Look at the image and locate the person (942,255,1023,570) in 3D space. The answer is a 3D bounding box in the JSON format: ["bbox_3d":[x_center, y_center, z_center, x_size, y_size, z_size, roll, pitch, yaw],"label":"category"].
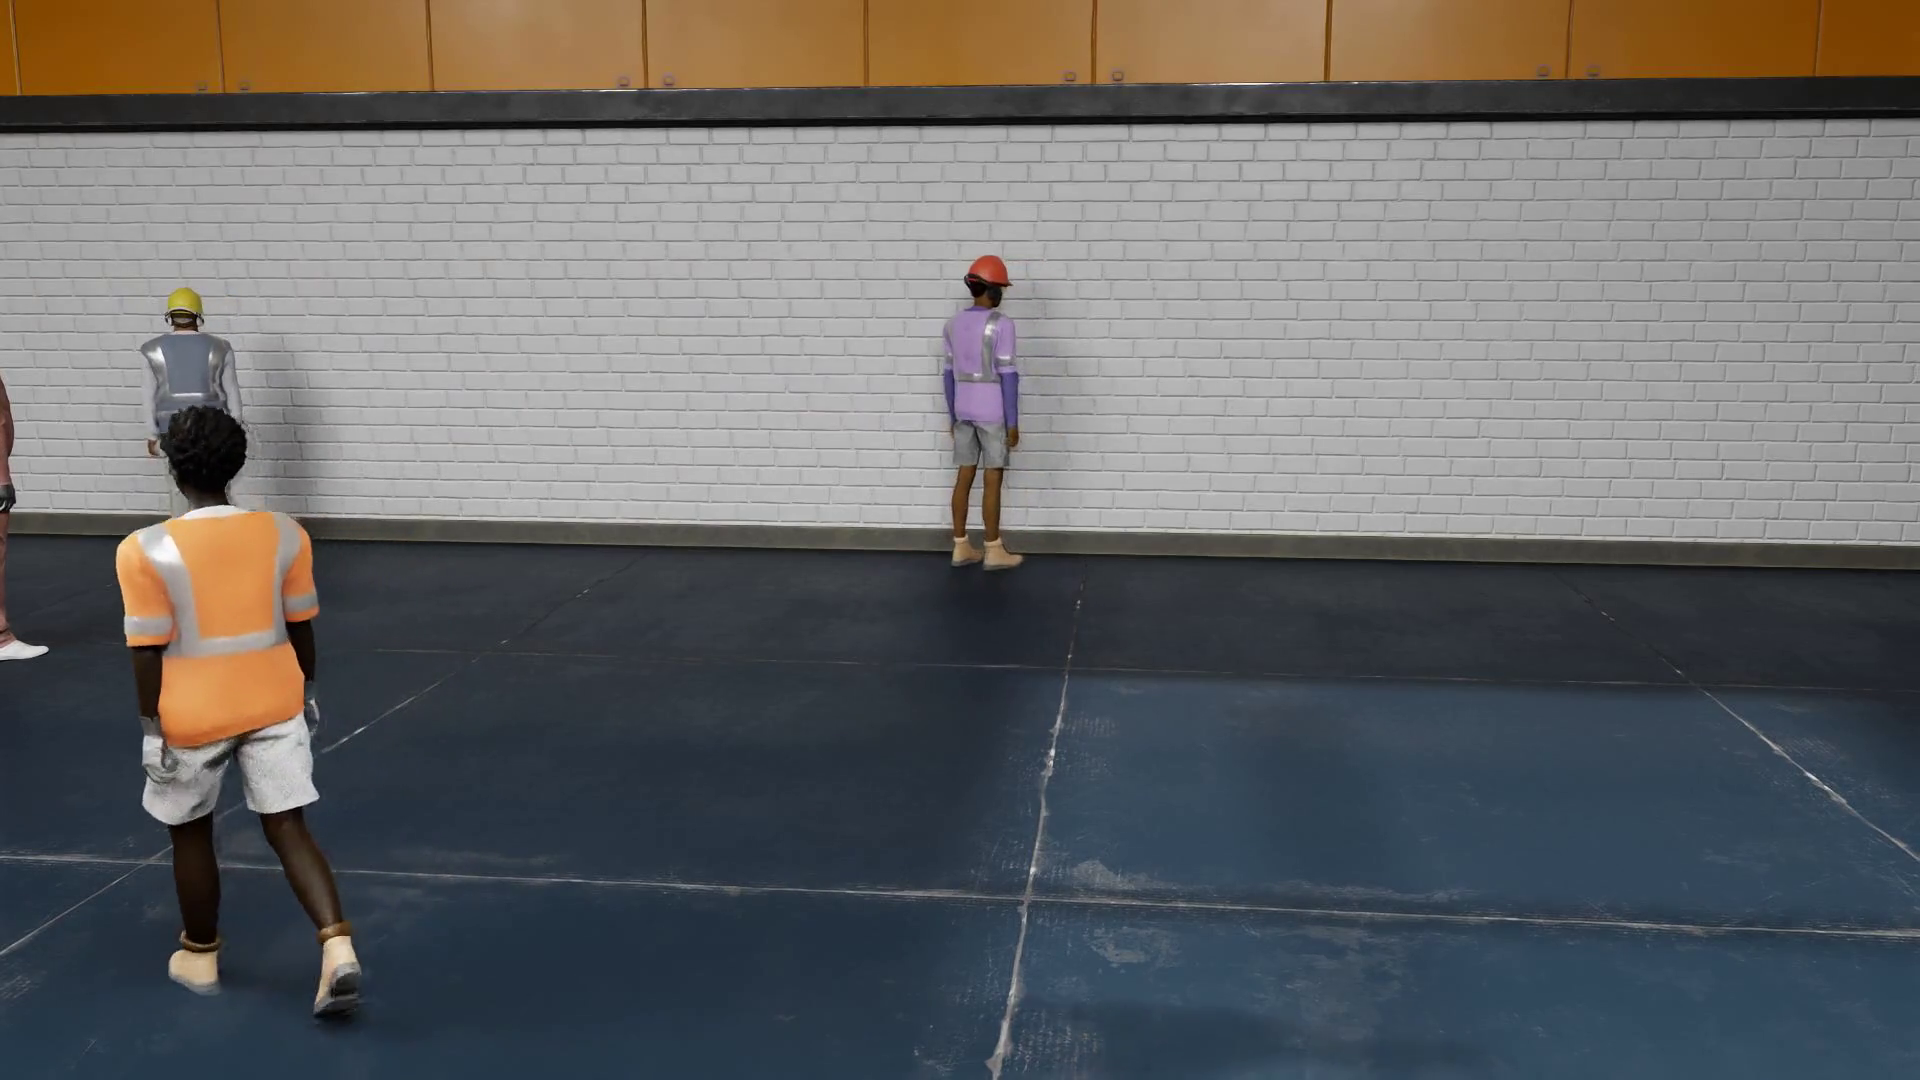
[{"bbox_3d":[0.167,-0.827,10.844,0.613,2.039,0.395,9,14,43],"label":"person"}]

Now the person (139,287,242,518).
[{"bbox_3d":[-5.039,-0.739,10.942,0.600,1.829,0.404,-4,11,-23],"label":"person"}]

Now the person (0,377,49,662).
[{"bbox_3d":[-4.984,-0.328,8.397,0.639,1.902,0.407,5,11,29],"label":"person"}]

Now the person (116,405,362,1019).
[{"bbox_3d":[-1.922,0.475,4.475,0.787,1.670,0.540,9,13,42],"label":"person"}]
